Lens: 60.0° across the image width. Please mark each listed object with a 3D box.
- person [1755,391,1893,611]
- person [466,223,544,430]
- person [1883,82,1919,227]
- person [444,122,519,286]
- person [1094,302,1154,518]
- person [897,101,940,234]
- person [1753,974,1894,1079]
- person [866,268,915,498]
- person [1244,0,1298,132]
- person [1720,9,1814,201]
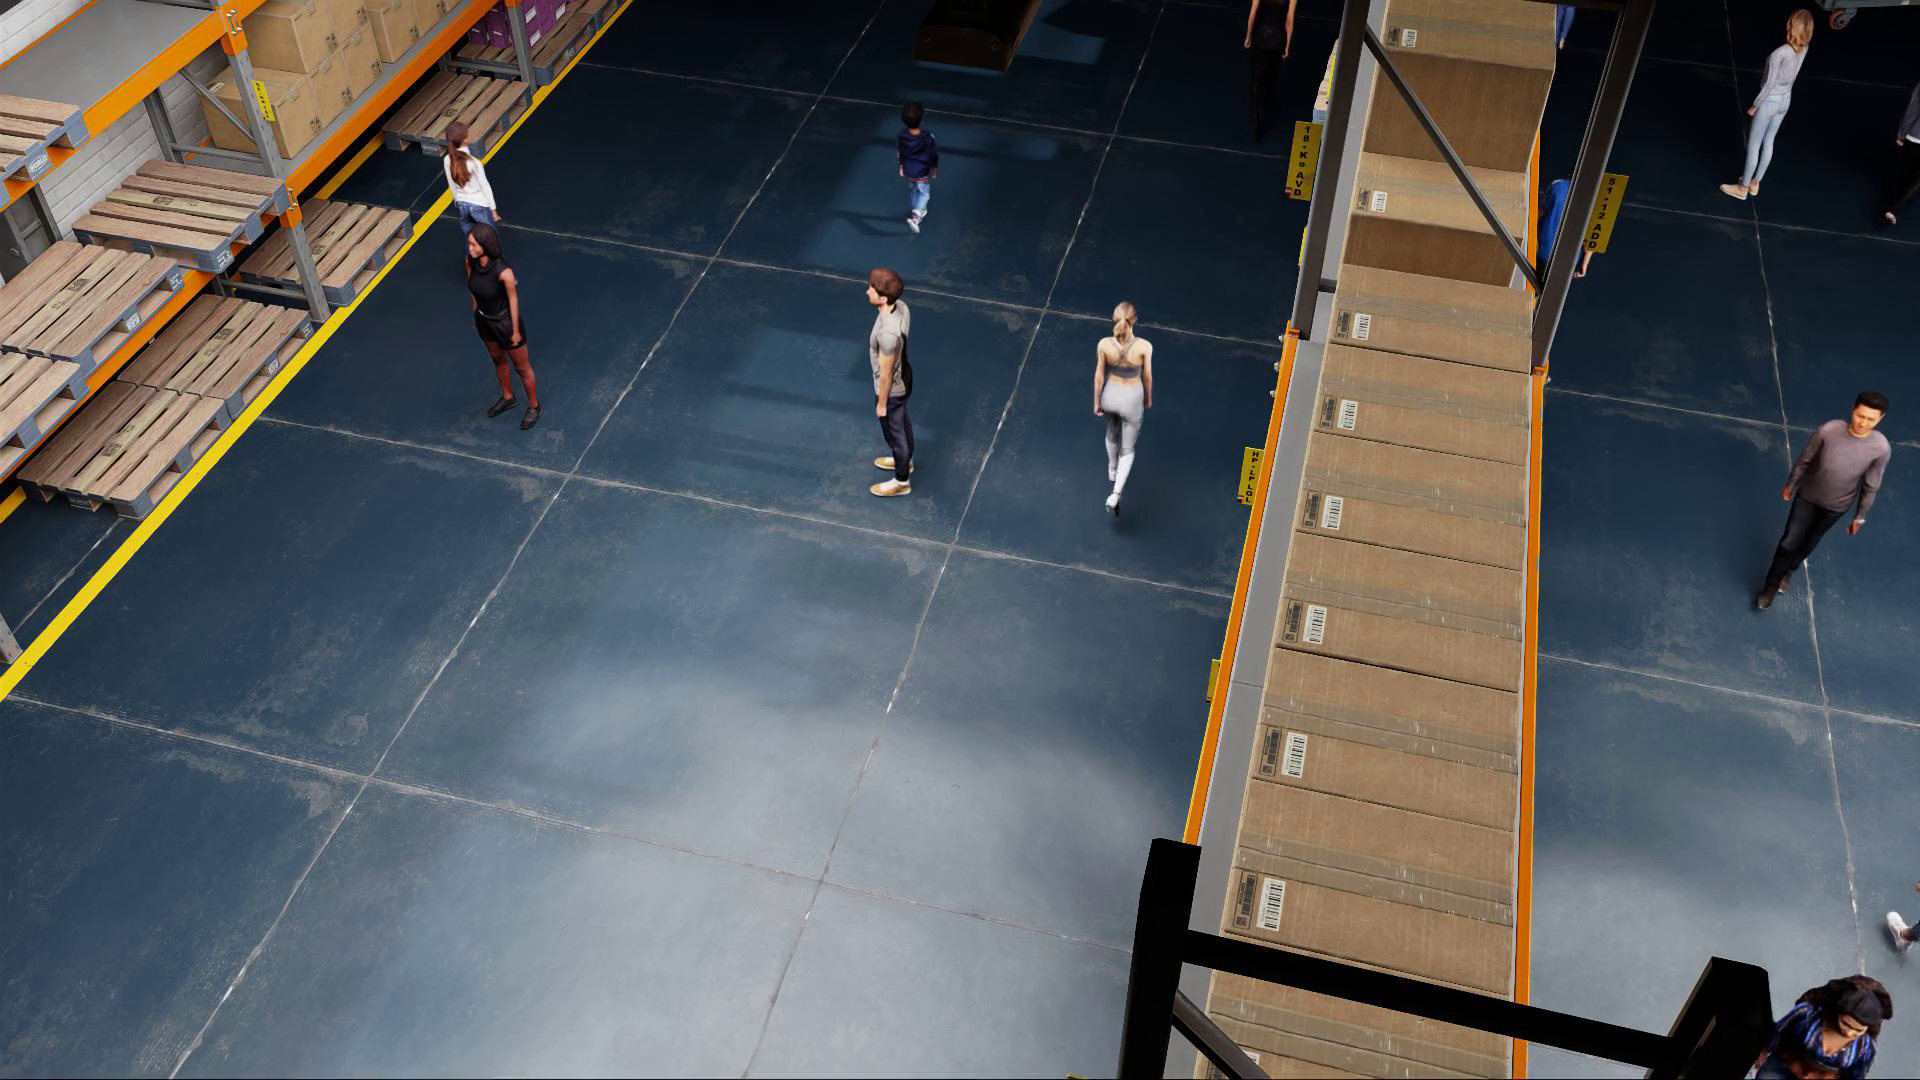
[{"bbox_3d":[5.825,-0.333,11.161,0.862,1.754,0.785,11,45,11],"label":"person"},{"bbox_3d":[-3.460,-1.625,12.528,0.656,1.740,0.613,22,48,22],"label":"person"},{"bbox_3d":[8.497,-3.504,14.615,1.126,1.580,1.012,-29,51,-27],"label":"person"},{"bbox_3d":[-4.056,-2.762,13.854,0.538,1.557,0.503,9,44,9],"label":"person"},{"bbox_3d":[1.148,-0.922,11.833,0.572,1.681,1.030,11,45,11],"label":"person"},{"bbox_3d":[-0.389,-3.266,14.630,0.548,1.216,0.703,14,45,14],"label":"person"},{"bbox_3d":[4.167,2.576,8.214,0.723,1.607,0.770,24,48,23],"label":"person"},{"bbox_3d":[-0.478,-1.132,11.901,0.727,1.891,0.538,3,44,4],"label":"person"},{"bbox_3d":[2.918,-4.674,15.790,0.637,1.654,1.122,8,44,8],"label":"person"},{"bbox_3d":[7.252,-3.889,14.865,0.649,1.795,0.708,-22,48,-21],"label":"person"}]
